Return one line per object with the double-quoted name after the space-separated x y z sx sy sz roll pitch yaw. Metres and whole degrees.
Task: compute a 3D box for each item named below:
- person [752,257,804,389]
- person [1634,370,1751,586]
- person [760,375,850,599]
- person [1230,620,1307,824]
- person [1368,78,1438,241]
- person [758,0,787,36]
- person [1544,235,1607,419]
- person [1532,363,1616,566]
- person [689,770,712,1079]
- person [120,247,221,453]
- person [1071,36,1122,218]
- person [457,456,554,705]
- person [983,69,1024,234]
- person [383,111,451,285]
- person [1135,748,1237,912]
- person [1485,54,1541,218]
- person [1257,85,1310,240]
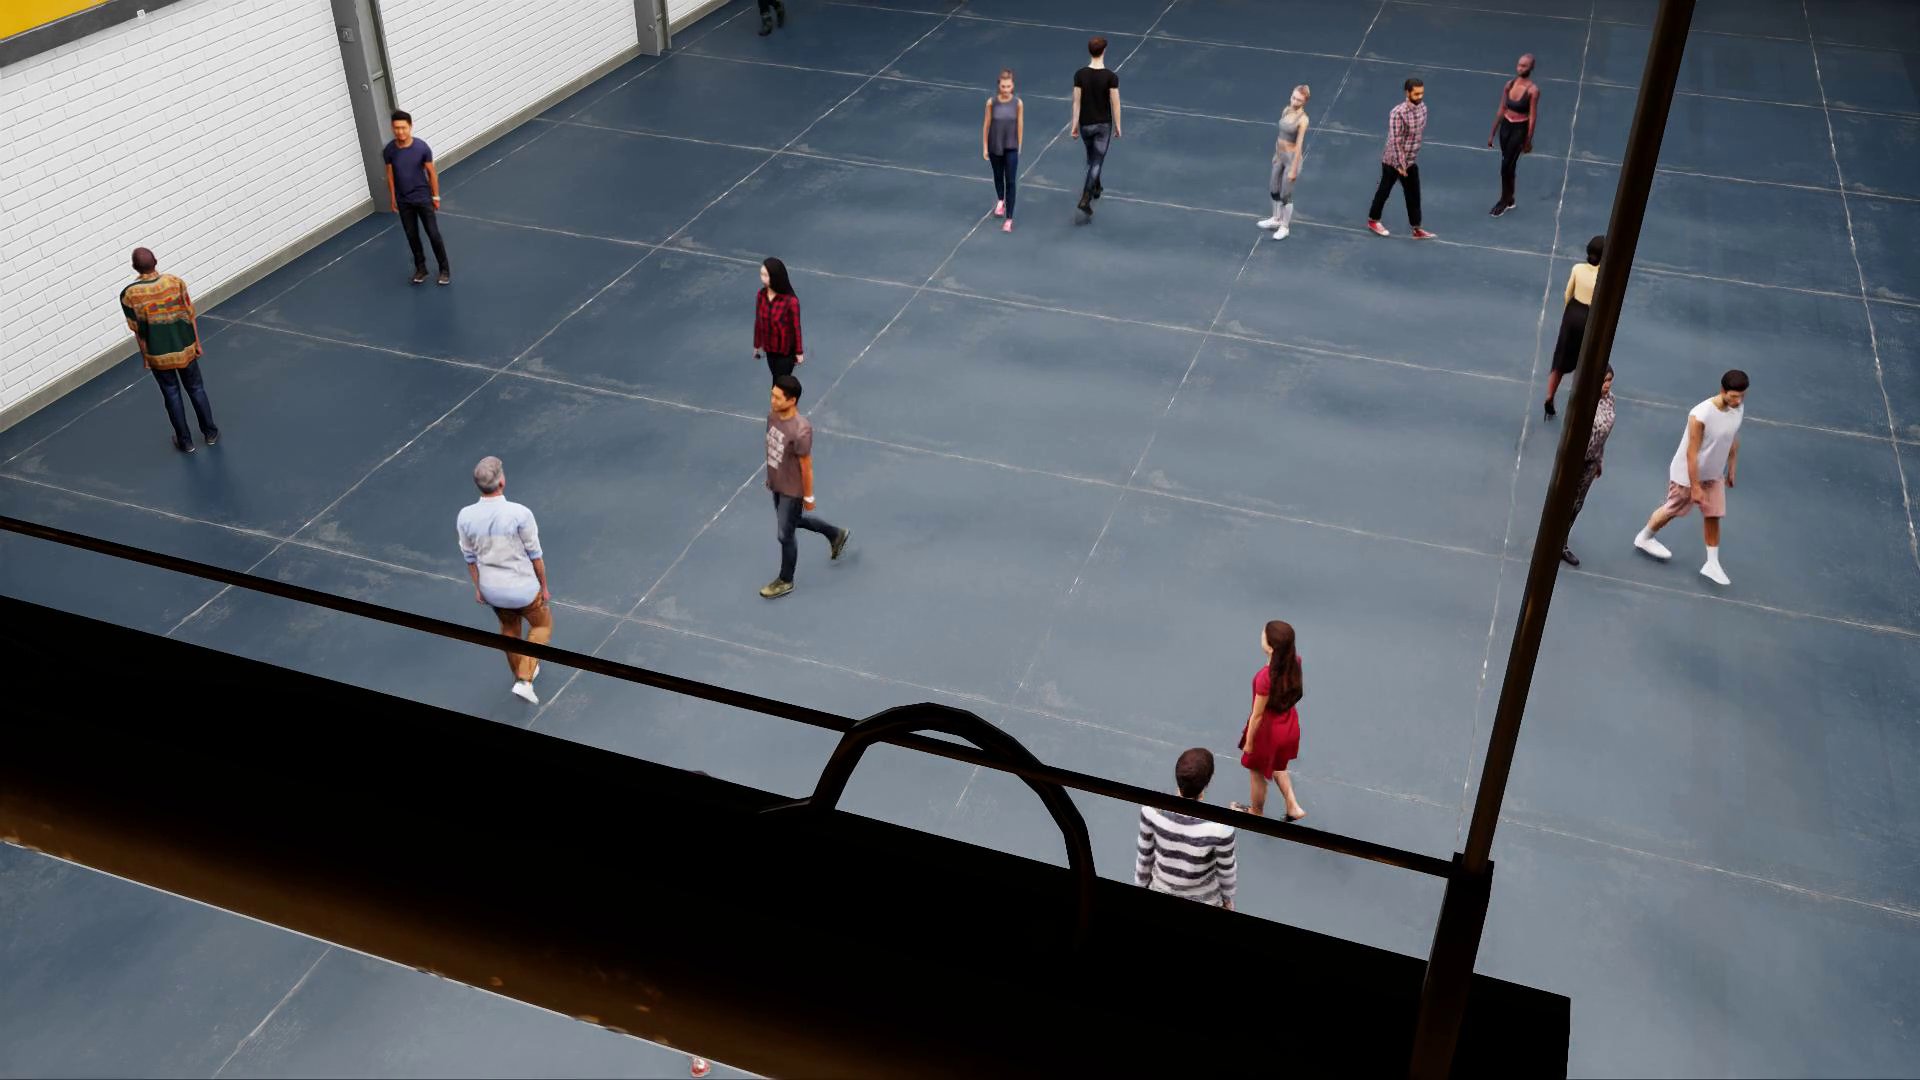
-1.449 -1.627 13.949 0.668 1.642 0.697 21 39 29 "person"
5.362 -0.532 12.226 1.047 1.727 1.120 -17 37 -24 "person"
-1.149 -0.429 12.039 1.126 1.762 1.014 -20 38 -27 "person"
1.907 1.148 9.862 0.793 1.546 0.802 -25 41 -33 "person"
4.562 -4.009 17.448 1.134 1.736 1.139 -21 39 -28 "person"
-2.716 -8.095 23.510 0.660 1.831 0.759 10 35 15 "person"
5.257 -1.789 14.219 0.844 1.614 1.090 27 42 35 "person"
4.554 -0.560 12.280 0.680 1.713 0.738 -13 36 -19 "person"
-1.294 1.836 8.712 0.954 1.672 1.222 -4 34 -6 "person"
-6.518 -1.579 13.729 0.791 1.806 0.880 -22 39 -29 "person"
1.439 -4.433 17.975 0.708 1.859 1.237 11 35 17 "person"
-2.952 0.329 10.853 0.794 1.812 0.902 4 34 6 "person"
0.458 -4.196 17.789 0.765 1.671 1.193 4 34 6 "person"
-5.410 -3.404 16.494 0.723 1.785 0.681 -1 34 -1 "person"
1.106 1.879 8.500 0.690 1.836 0.702 16 37 23 "person"
6.078 -4.410 18.049 0.841 1.740 0.770 -22 39 -29 "person"
3.440 -3.959 17.419 0.778 1.685 0.722 -7 34 -11 "person"
